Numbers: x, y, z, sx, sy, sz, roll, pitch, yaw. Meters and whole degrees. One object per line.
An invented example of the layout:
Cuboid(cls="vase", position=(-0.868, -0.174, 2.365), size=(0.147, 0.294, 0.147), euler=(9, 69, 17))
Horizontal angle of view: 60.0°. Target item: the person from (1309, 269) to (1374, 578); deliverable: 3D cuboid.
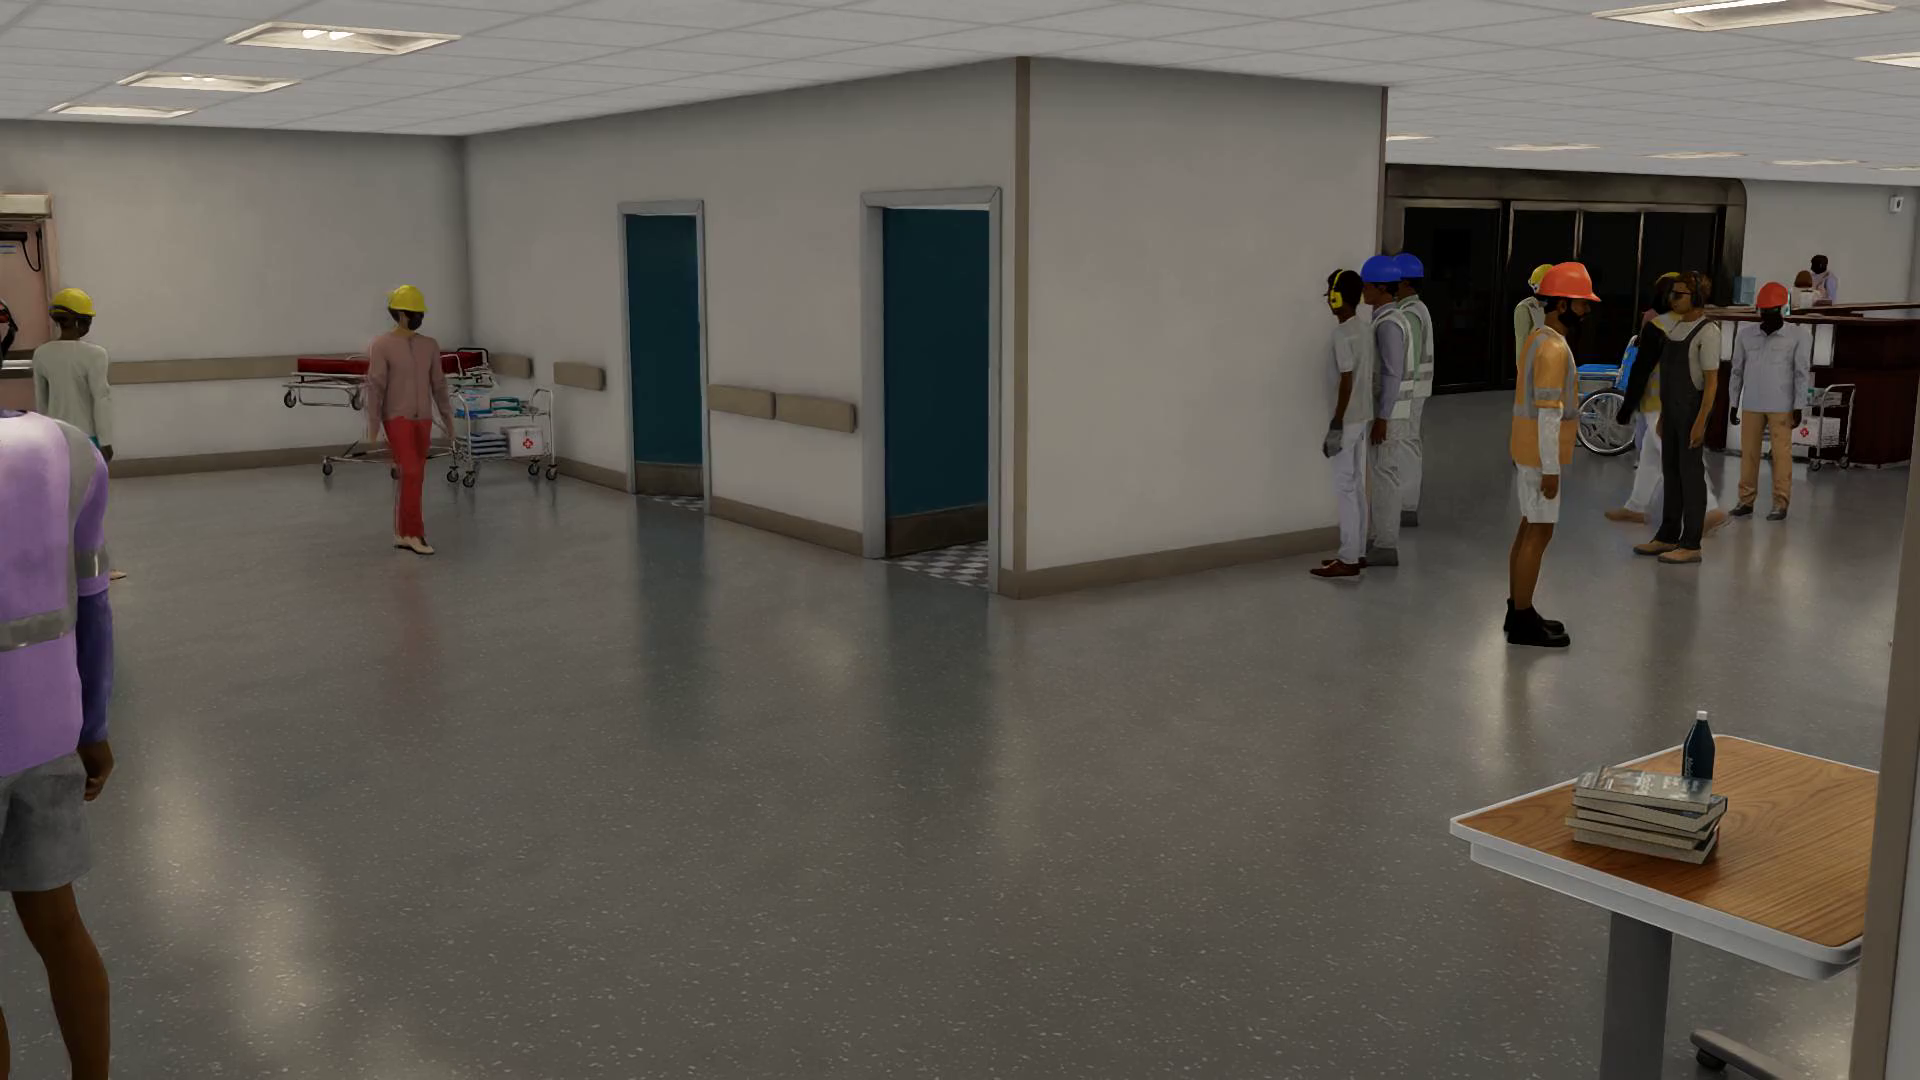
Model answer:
Cuboid(cls="person", position=(2.326, -0.696, 10.081), size=(0.327, 1.865, 0.514), euler=(6, 12, 29))

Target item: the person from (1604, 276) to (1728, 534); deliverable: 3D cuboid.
Cuboid(cls="person", position=(5.040, -0.950, 11.693), size=(0.616, 1.808, 0.964), euler=(-8, 13, -38))

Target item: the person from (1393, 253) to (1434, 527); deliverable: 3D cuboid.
Cuboid(cls="person", position=(3.180, -1.066, 11.910), size=(0.399, 1.949, 0.605), euler=(3, 11, 17))

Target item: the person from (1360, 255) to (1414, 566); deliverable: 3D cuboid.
Cuboid(cls="person", position=(2.639, -0.808, 10.467), size=(0.402, 1.945, 0.614), euler=(2, 10, 12))

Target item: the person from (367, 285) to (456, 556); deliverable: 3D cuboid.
Cuboid(cls="person", position=(-3.513, -0.771, 10.798), size=(0.621, 1.742, 0.553), euler=(6, 12, 31))

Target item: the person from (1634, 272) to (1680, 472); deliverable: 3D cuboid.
Cuboid(cls="person", position=(6.250, -1.487, 14.785), size=(0.325, 1.769, 0.524), euler=(-3, 11, -16))

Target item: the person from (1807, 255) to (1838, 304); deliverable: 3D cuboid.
Cuboid(cls="person", position=(13.567, -3.590, 26.358), size=(0.429, 1.841, 0.634), euler=(-1, 10, -8))

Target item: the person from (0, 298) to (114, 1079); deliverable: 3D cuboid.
Cuboid(cls="person", position=(-2.027, 0.410, 3.429), size=(0.405, 2.030, 0.614), euler=(3, 11, 18))

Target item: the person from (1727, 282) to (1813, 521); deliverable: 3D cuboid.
Cuboid(cls="person", position=(5.904, -1.010, 12.185), size=(0.359, 1.743, 0.559), euler=(-9, 14, -43))

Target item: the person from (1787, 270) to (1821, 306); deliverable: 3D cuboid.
Cuboid(cls="person", position=(12.184, -3.090, 24.143), size=(0.528, 1.631, 0.325), euler=(4, 11, 23))

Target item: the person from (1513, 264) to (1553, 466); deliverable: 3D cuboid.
Cuboid(cls="person", position=(5.245, -1.570, 15.062), size=(0.587, 1.833, 0.404), euler=(-9, 13, -40))

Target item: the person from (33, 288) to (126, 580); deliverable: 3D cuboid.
Cuboid(cls="person", position=(-5.275, -0.617, 9.961), size=(0.531, 1.758, 0.378), euler=(3, 11, 16))

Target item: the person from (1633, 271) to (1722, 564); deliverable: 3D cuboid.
Cuboid(cls="person", position=(4.587, -0.773, 10.554), size=(0.344, 1.847, 0.504), euler=(-1, 10, -6))

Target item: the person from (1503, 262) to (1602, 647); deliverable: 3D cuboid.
Cuboid(cls="person", position=(2.982, -0.427, 8.400), size=(0.387, 1.928, 0.546), euler=(2, 10, 13))
